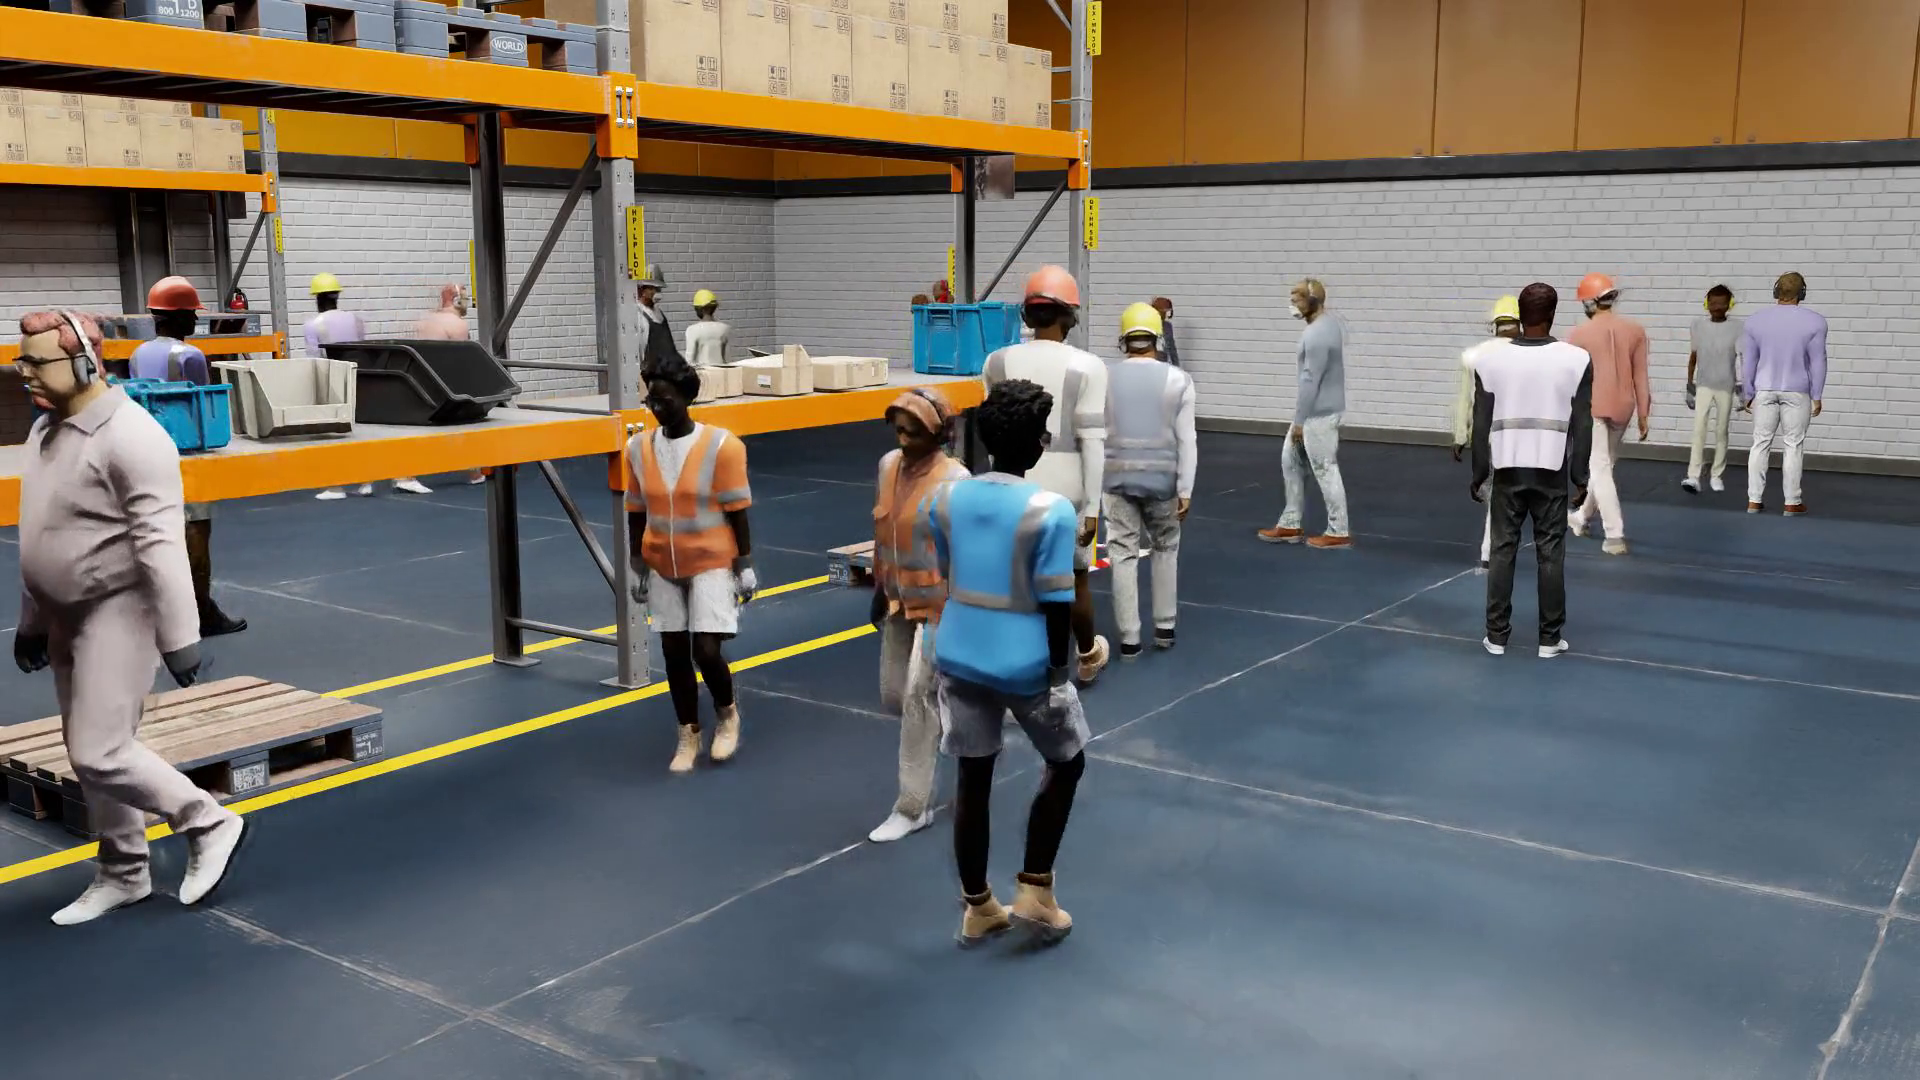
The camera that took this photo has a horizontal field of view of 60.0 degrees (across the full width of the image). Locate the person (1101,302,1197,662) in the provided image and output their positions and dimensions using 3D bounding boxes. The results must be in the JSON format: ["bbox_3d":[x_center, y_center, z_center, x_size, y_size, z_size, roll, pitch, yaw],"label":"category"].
[{"bbox_3d":[0.927,-0.308,8.566,0.593,1.806,0.715,2,10,10],"label":"person"}]

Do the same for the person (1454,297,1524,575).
[{"bbox_3d":[3.629,-0.692,10.922,0.628,1.776,0.919,9,13,42],"label":"person"}]

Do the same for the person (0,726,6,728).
[{"bbox_3d":[-4.310,0.028,7.045,0.306,1.645,0.522,-9,13,-43],"label":"person"}]

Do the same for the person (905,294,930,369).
[{"bbox_3d":[-0.485,-2.191,20.349,0.342,1.620,0.499,5,11,26],"label":"person"}]

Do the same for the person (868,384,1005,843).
[{"bbox_3d":[-0.067,0.245,5.842,0.553,1.610,0.566,-7,12,-35],"label":"person"}]

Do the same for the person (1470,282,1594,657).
[{"bbox_3d":[2.908,-0.349,8.499,0.587,1.914,0.392,4,10,22],"label":"person"}]

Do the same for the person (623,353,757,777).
[{"bbox_3d":[-1.051,0.107,6.473,0.554,1.673,0.377,3,10,17],"label":"person"}]

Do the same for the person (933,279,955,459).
[{"bbox_3d":[-0.197,-1.652,16.474,0.389,1.849,0.566,-2,10,-14],"label":"person"}]

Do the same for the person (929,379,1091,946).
[{"bbox_3d":[0.156,0.366,4.907,0.542,1.679,0.426,7,12,36],"label":"person"}]

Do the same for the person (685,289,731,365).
[{"bbox_3d":[-2.444,-1.557,16.159,0.543,1.757,0.561,-8,13,-41],"label":"person"}]

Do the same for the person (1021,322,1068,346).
[{"bbox_3d":[0.702,-1.204,13.786,0.532,1.852,0.621,-2,10,-11],"label":"person"}]

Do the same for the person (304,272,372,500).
[{"bbox_3d":[-5.289,-1.294,14.089,0.384,1.924,0.595,6,11,30],"label":"person"}]

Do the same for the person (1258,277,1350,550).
[{"bbox_3d":[2.382,-0.867,11.596,0.809,1.904,0.645,2,10,14],"label":"person"}]

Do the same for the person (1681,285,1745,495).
[{"bbox_3d":[6.549,-1.288,14.386,0.548,1.807,0.990,6,11,33],"label":"person"}]

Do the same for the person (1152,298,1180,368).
[{"bbox_3d":[2.386,-2.019,19.380,0.839,1.582,0.524,7,12,37],"label":"person"}]

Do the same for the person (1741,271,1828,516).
[{"bbox_3d":[6.543,-1.158,13.240,0.630,1.940,0.373,8,12,38],"label":"person"}]

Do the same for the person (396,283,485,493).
[{"bbox_3d":[-4.555,-1.341,14.687,1.076,1.832,0.656,-8,12,-40],"label":"person"}]

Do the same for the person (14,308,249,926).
[{"bbox_3d":[-2.571,0.246,5.032,0.669,1.888,0.462,8,12,40],"label":"person"}]

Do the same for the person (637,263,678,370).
[{"bbox_3d":[-2.613,-1.397,14.357,0.856,2.000,0.715,2,10,15],"label":"person"}]

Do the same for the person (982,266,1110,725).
[{"bbox_3d":[0.411,-0.228,7.534,0.608,1.985,1.041,4,10,22],"label":"person"}]

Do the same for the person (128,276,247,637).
[{"bbox_3d":[-4.186,-0.442,8.977,0.542,1.939,0.359,5,11,26],"label":"person"}]

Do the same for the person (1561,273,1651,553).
[{"bbox_3d":[4.499,-0.906,11.756,0.638,1.925,1.063,-1,10,-5],"label":"person"}]
